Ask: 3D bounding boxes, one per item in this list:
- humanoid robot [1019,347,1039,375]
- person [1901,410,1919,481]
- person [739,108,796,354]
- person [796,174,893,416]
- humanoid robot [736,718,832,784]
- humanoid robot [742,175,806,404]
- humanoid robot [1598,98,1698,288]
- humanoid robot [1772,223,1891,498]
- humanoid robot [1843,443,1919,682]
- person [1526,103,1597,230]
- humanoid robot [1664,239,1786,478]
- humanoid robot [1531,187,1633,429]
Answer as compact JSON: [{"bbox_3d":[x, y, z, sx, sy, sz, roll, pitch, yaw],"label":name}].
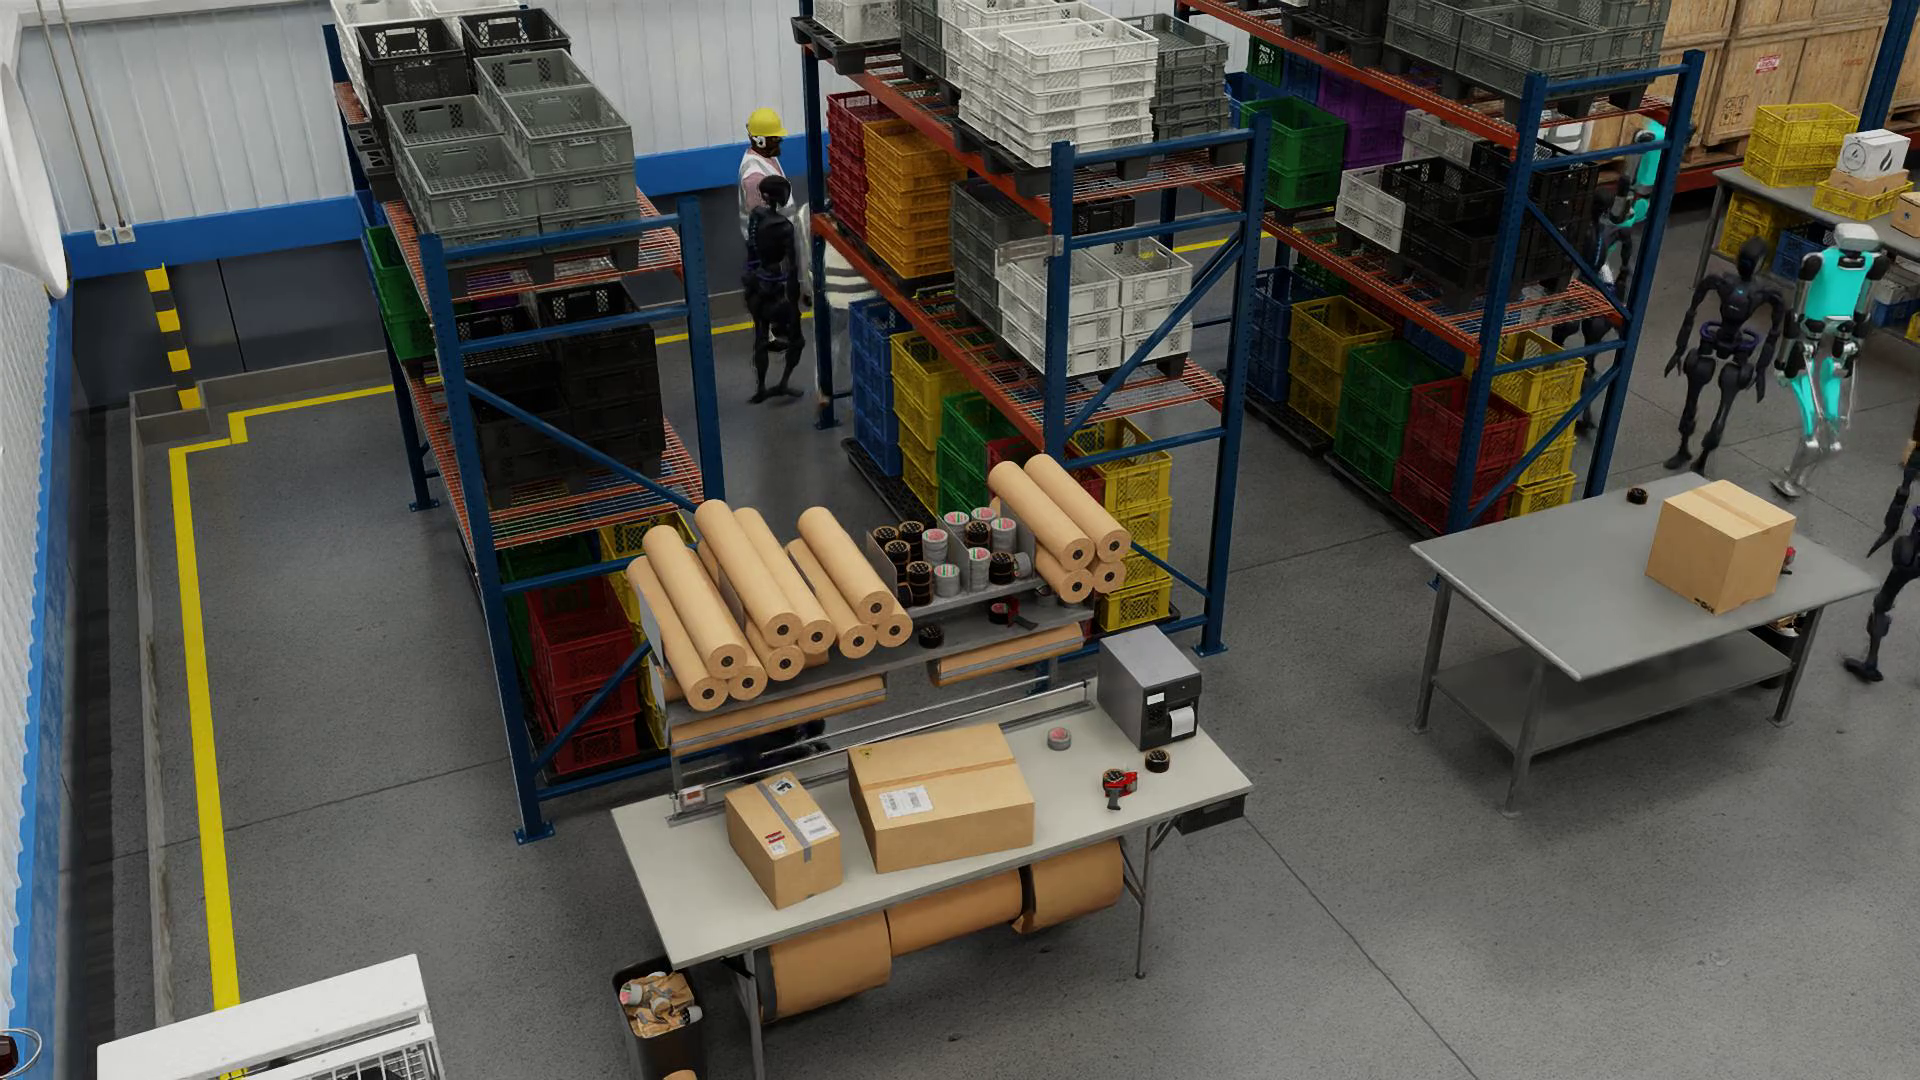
[{"bbox_3d":[0.517,-1.821,11.643,0.718,1.884,0.572,25,40,35],"label":"humanoid robot"},{"bbox_3d":[6.424,-1.300,10.408,0.633,2.037,0.438,3,32,4],"label":"person"},{"bbox_3d":[-1.398,-2.256,12.156,0.405,1.824,0.584,0,32,0],"label":"person"},{"bbox_3d":[-0.759,-1.640,11.144,0.662,1.828,0.438,8,33,13],"label":"person"},{"bbox_3d":[-0.809,0.950,7.116,0.729,1.631,0.590,13,34,20],"label":"humanoid robot"},{"bbox_3d":[-1.301,-1.702,11.395,0.365,1.646,0.611,-23,38,-32],"label":"humanoid robot"},{"bbox_3d":[5.074,-2.570,12.770,0.560,1.781,0.861,-13,34,-20],"label":"humanoid robot"},{"bbox_3d":[5.346,-1.003,10.204,0.545,1.799,0.695,-2,32,-3],"label":"humanoid robot"},{"bbox_3d":[5.068,0.018,8.594,0.587,1.634,0.393,8,33,13],"label":"humanoid robot"},{"bbox_3d":[4.749,-3.020,13.337,0.583,1.882,0.343,-10,33,-16],"label":"person"},{"bbox_3d":[4.782,-1.135,10.467,0.616,1.643,0.404,18,36,27],"label":"humanoid robot"},{"bbox_3d":[4.208,-1.595,11.267,0.601,1.631,0.762,1,32,2],"label":"humanoid robot"}]
